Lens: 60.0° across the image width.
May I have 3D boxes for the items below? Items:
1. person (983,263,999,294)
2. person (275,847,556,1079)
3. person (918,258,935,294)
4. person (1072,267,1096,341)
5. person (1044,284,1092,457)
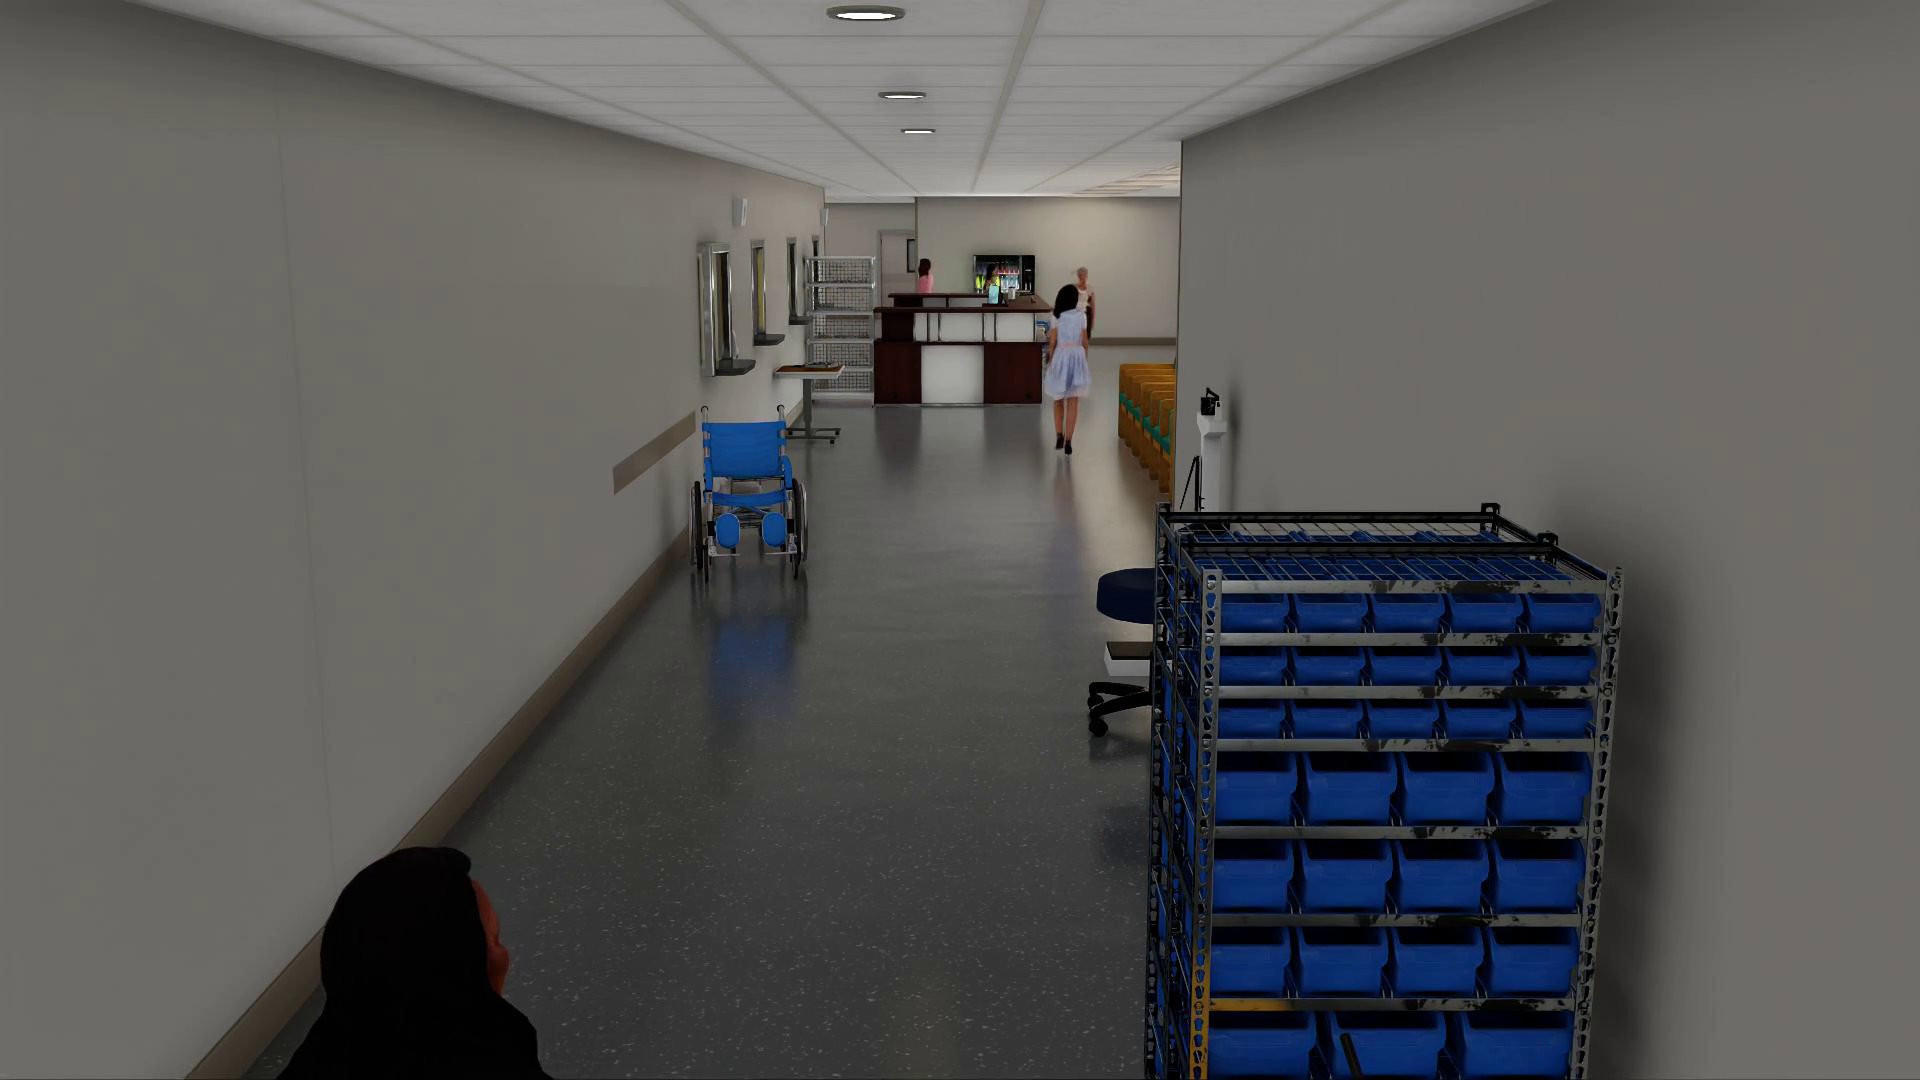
[{"bbox_3d":[0.448,-3.967,29.230,0.850,1.762,0.702,2,11,9],"label":"person"},{"bbox_3d":[-0.713,1.220,2.302,0.592,1.611,0.725,1,11,6],"label":"person"},{"bbox_3d":[-0.640,-4.481,31.831,0.676,1.802,0.687,5,12,26],"label":"person"},{"bbox_3d":[1.987,-3.613,27.441,0.835,1.733,0.717,1,11,4],"label":"person"},{"bbox_3d":[1.161,-1.782,17.610,0.770,1.802,0.769,1,11,6],"label":"person"}]
